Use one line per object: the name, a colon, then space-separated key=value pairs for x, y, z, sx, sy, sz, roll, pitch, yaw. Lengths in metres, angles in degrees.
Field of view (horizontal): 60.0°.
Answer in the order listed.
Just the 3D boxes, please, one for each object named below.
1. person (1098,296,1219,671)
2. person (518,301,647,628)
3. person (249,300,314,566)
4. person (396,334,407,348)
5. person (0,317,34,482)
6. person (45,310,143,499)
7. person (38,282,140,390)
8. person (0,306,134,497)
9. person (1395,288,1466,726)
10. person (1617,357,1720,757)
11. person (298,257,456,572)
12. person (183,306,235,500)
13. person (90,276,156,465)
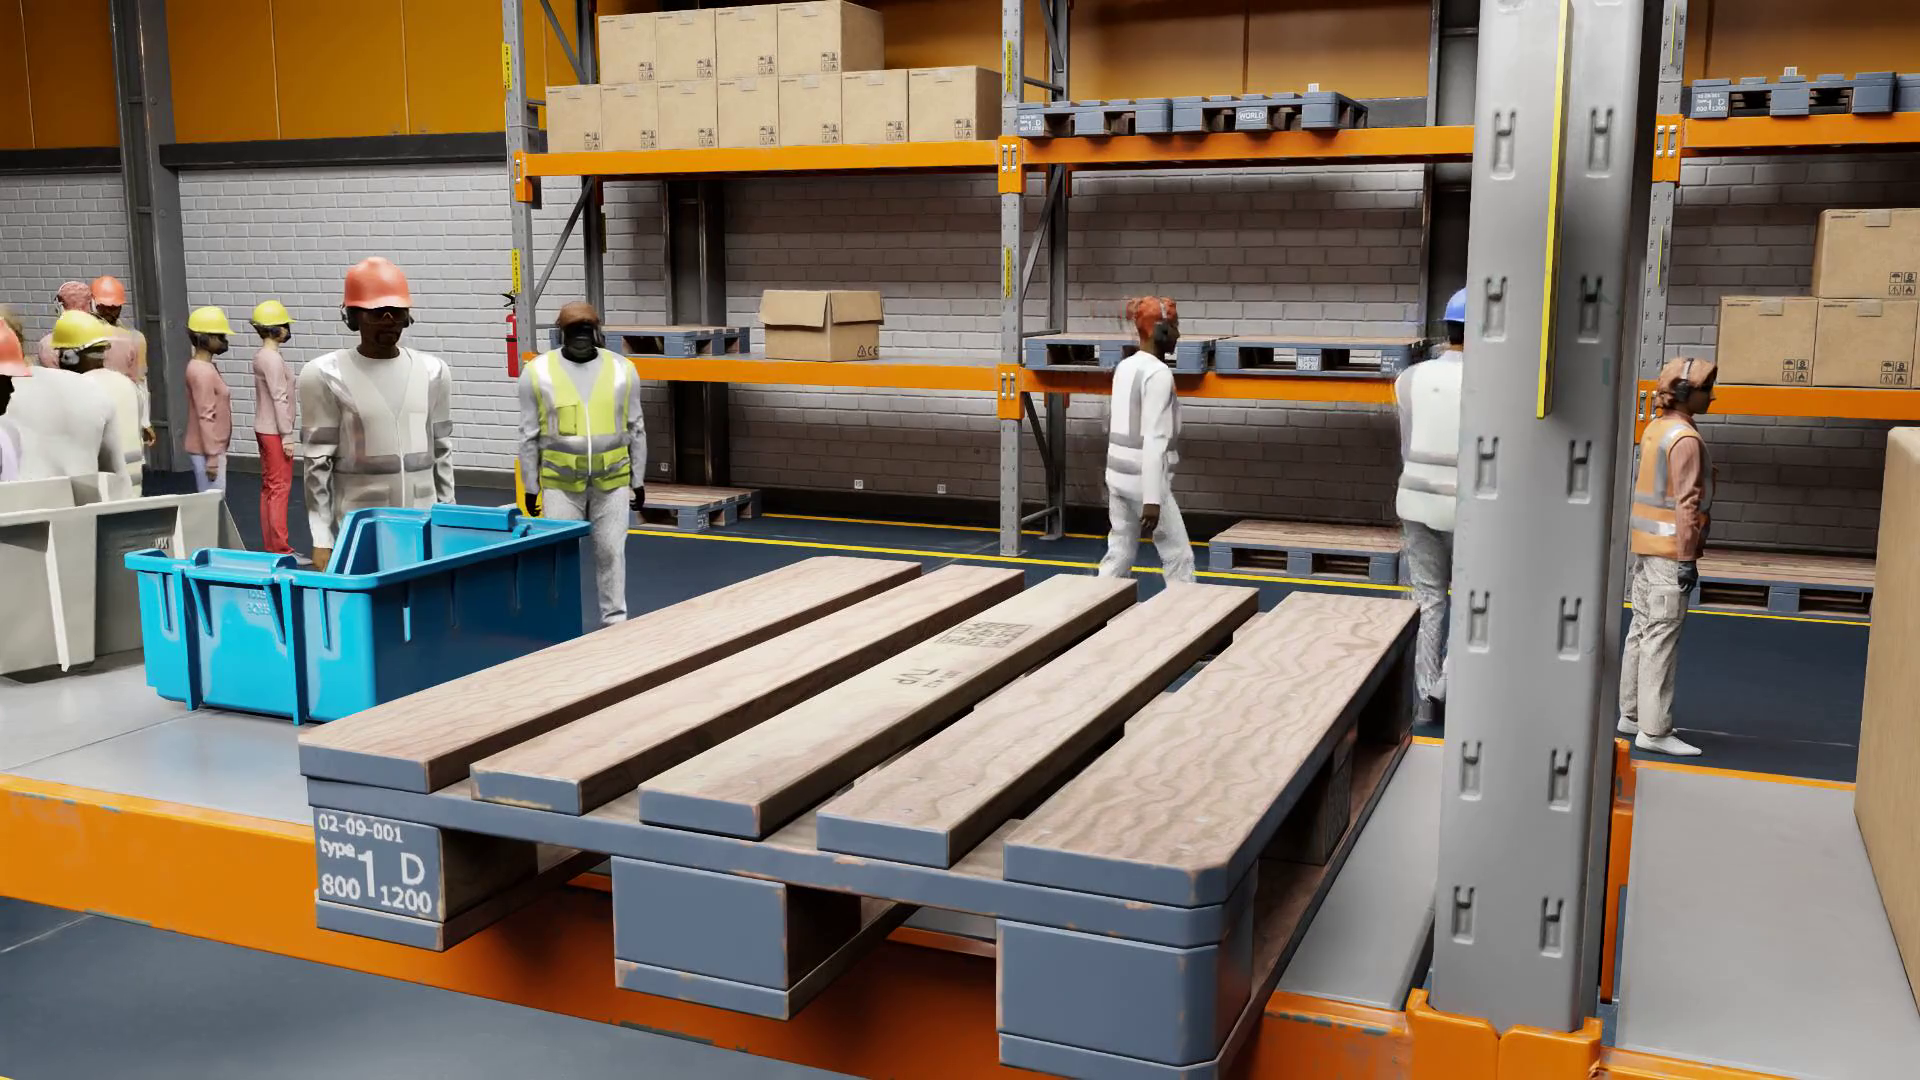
person: x=1.013 y=-0.260 z=8.188 sx=0.868 sy=1.849 sz=0.612 roll=-3 pitch=10 yaw=-17
person: x=-1.906 y=-0.294 z=8.467 sx=0.645 sy=1.834 sz=0.430 roll=-3 pitch=10 yaw=-20
person: x=-4.551 y=-0.706 z=11.117 sx=0.306 sy=1.772 sz=0.525 roll=-6 pitch=11 yaw=-33
person: x=-3.990 y=-0.819 z=11.614 sx=0.411 sy=1.848 sz=0.561 roll=-2 pitch=10 yaw=-11
person: x=-3.249 y=0.216 z=5.333 sx=0.847 sy=1.879 sz=0.563 roll=2 pitch=10 yaw=12
person: x=-4.123 y=-0.213 z=8.085 sx=0.858 sy=1.802 sz=0.602 roll=1 pitch=10 yaw=7
person: x=-5.479 y=-0.663 z=10.468 sx=0.406 sy=1.902 sz=0.636 roll=6 pitch=11 yaw=30
person: x=-3.315 y=0.094 z=5.972 sx=0.524 sy=1.887 sz=0.695 roll=5 pitch=11 yaw=29
person: x=2.149 y=-0.133 z=7.221 sx=0.450 sy=1.925 sz=0.604 roll=-8 pitch=13 yaw=-41
person: x=2.940 y=0.064 z=6.900 sx=0.310 sy=1.636 sz=0.523 roll=1 pitch=10 yaw=7
person: x=-2.211 y=-0.065 z=6.454 sx=0.613 sy=2.041 sz=0.393 roll=-9 pitch=13 yaw=-44
person: x=-4.517 y=-0.528 z=10.079 sx=0.325 sy=1.762 sz=0.531 roll=-4 pitch=10 yaw=-25
person: x=-5.712 y=-0.808 z=11.239 sx=0.376 sy=1.933 sz=0.544 roll=7 pitch=12 yaw=35
